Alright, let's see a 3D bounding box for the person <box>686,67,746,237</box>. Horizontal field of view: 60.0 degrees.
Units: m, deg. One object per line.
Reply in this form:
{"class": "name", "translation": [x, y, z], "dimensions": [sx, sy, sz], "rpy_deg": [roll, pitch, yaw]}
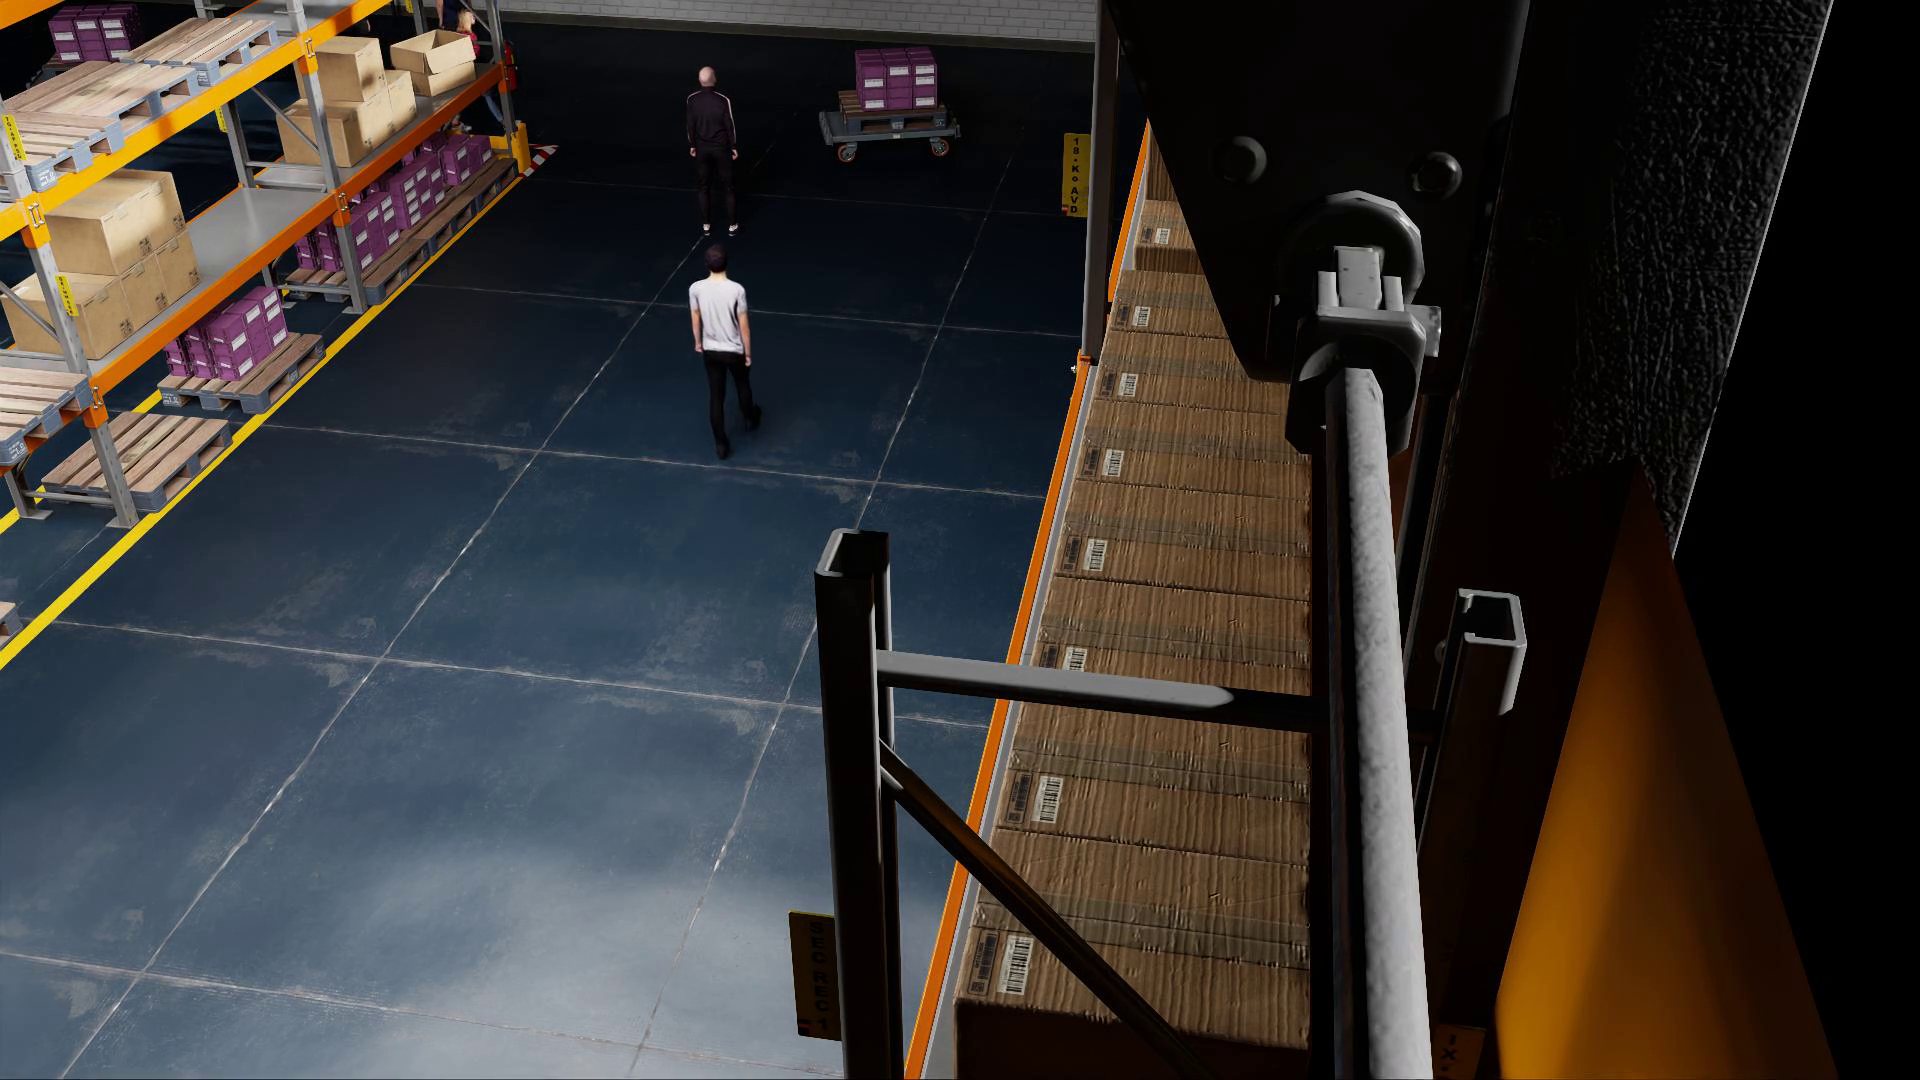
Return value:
{"class": "person", "translation": [-2.661, -4.184, 17.944], "dimensions": [0.682, 1.834, 0.567], "rpy_deg": [4, 34, 6]}

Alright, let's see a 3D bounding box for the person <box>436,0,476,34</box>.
{"class": "person", "translation": [-6.652, -6.907, 22.008], "dimensions": [0.732, 1.871, 0.790], "rpy_deg": [-21, 39, -28]}

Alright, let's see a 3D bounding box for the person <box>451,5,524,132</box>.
{"class": "person", "translation": [-6.112, -5.764, 20.553], "dimensions": [0.966, 1.577, 1.134], "rpy_deg": [-8, 34, -11]}

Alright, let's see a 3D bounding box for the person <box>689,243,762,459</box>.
{"class": "person", "translation": [-2.006, -1.539, 13.961], "dimensions": [0.717, 1.840, 0.990], "rpy_deg": [4, 34, 6]}
